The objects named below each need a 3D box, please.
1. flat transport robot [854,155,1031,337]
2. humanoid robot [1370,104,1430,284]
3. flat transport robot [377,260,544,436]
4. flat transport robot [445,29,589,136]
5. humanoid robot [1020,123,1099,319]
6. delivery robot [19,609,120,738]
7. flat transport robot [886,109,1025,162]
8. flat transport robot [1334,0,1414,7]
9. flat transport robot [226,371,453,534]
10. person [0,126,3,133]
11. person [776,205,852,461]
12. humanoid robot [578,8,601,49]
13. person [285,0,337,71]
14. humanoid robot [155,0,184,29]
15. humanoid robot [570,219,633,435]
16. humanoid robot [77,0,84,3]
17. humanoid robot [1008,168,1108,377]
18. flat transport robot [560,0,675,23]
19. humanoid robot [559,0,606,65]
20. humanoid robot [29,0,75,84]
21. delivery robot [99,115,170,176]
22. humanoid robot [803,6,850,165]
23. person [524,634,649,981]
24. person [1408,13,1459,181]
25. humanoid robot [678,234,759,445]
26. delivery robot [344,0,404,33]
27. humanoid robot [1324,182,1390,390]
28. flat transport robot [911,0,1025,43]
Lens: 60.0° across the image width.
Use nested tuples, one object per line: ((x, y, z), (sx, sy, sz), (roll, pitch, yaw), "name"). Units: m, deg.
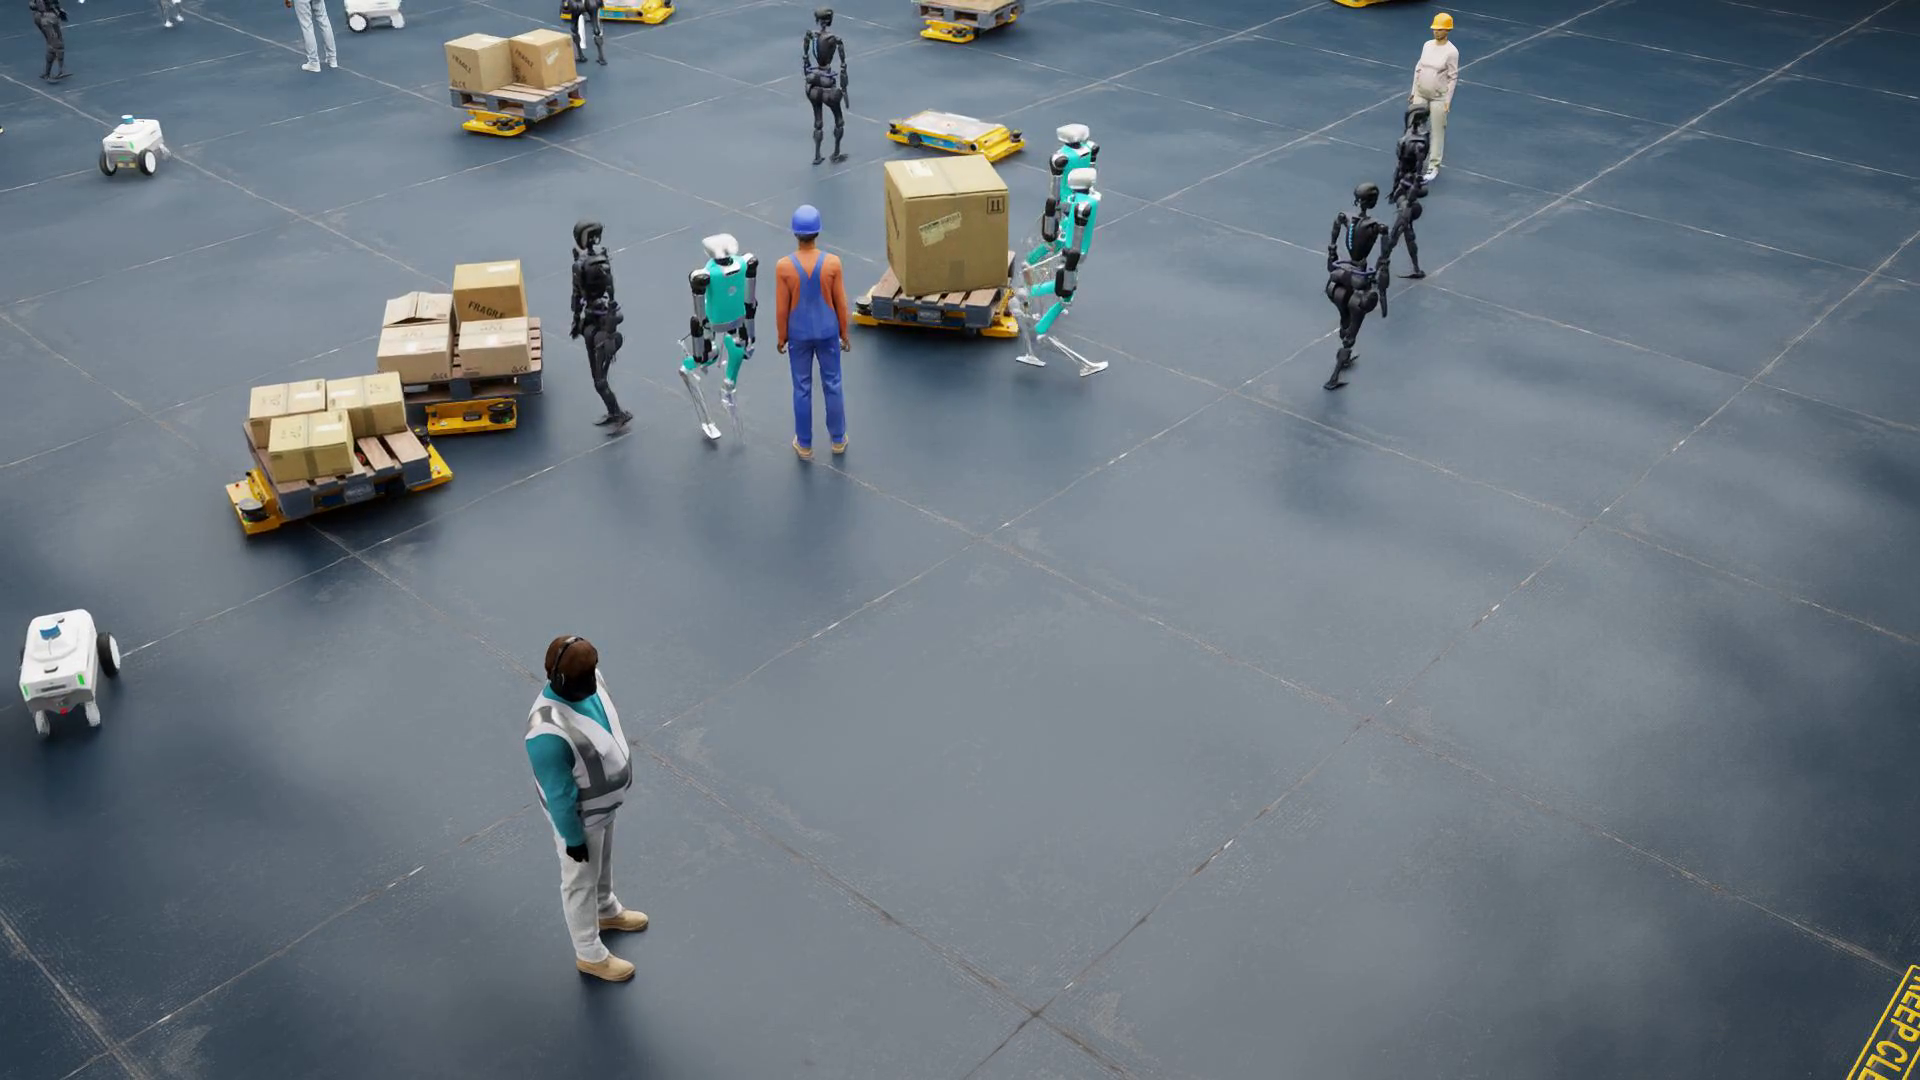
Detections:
((-0.144, -2.030, 14.423), (1.431, 0.231, 0.659), (7, 32, 11), "flat transport robot")
((3.923, -3.073, 14.785), (0.716, 1.633, 0.602), (-1, 32, -2), "humanoid robot")
((-3.892, -1.237, 13.147), (0.659, 0.231, 1.431), (-6, 32, -10), "flat transport robot")
((-5.022, -4.966, 19.151), (0.659, 0.231, 1.431), (14, 35, 21), "flat transport robot")
((0.774, -2.684, 14.091), (0.692, 1.785, 0.530), (27, 41, 36), "humanoid robot")
((-5.241, 0.726, 9.711), (0.499, 0.592, 0.774), (-11, 34, -18), "delivery robot")
((-0.057, -4.467, 18.347), (1.431, 0.231, 0.659), (20, 37, 29), "flat transport robot")
((6.012, -7.859, 23.810), (1.431, 0.231, 0.659), (-14, 35, -22), "flat transport robot")
((-4.432, -0.446, 11.872), (1.431, 0.231, 0.659), (-18, 36, -27), "flat transport robot")
((-11.001, -5.387, 18.221), (0.363, 1.965, 0.610), (14, 35, 22), "person")
((-1.051, -1.490, 12.016), (0.542, 1.906, 0.416), (-5, 32, -7), "person")
((-4.942, -7.335, 21.601), (0.573, 1.785, 0.884), (-2, 32, -3), "humanoid robot")
((-8.044, -6.758, 20.472), (0.393, 1.922, 0.590), (25, 40, 35), "person")
((-10.615, -7.681, 22.146), (0.581, 1.775, 0.890), (-14, 34, -21), "humanoid robot")
((-2.703, -1.596, 12.382), (0.328, 1.649, 0.597), (-25, 40, -34), "humanoid robot")
((-12.547, -8.491, 23.419), (0.538, 1.765, 0.754), (-22, 38, -31), "humanoid robot")
((0.722, -2.082, 13.102), (0.977, 1.730, 0.534), (5, 32, 8), "humanoid robot")
((-4.733, -7.333, 22.963), (1.431, 0.231, 0.659), (6, 32, 9), "flat transport robot")
((-4.716, -6.774, 20.740), (0.590, 1.635, 0.471), (-23, 38, -32), "humanoid robot")
((-11.081, -6.409, 20.146), (0.400, 1.642, 0.589), (-3, 32, -5), "humanoid robot")
((-8.766, -4.179, 17.625), (0.499, 0.608, 0.779), (0, 32, 1), "delivery robot")
((-1.418, -4.818, 17.582), (0.596, 1.650, 0.473), (20, 37, 29), "humanoid robot")
((-1.716, 1.215, 7.712), (0.431, 1.840, 0.623), (3, 32, 5), "person")
((4.883, -4.583, 17.179), (0.314, 1.698, 0.474), (-27, 41, -36), "person")
((-1.831, -1.452, 12.155), (0.556, 1.793, 0.872), (-23, 39, -32), "humanoid robot")
((-7.927, -7.188, 22.449), (0.775, 0.585, 0.499), (-11, 33, -17), "delivery robot")
((3.141, -2.028, 13.101), (0.650, 1.633, 0.599), (-26, 40, -35), "humanoid robot")
((0.126, -6.970, 22.378), (0.659, 0.231, 1.431), (18, 36, 26), "flat transport robot")
